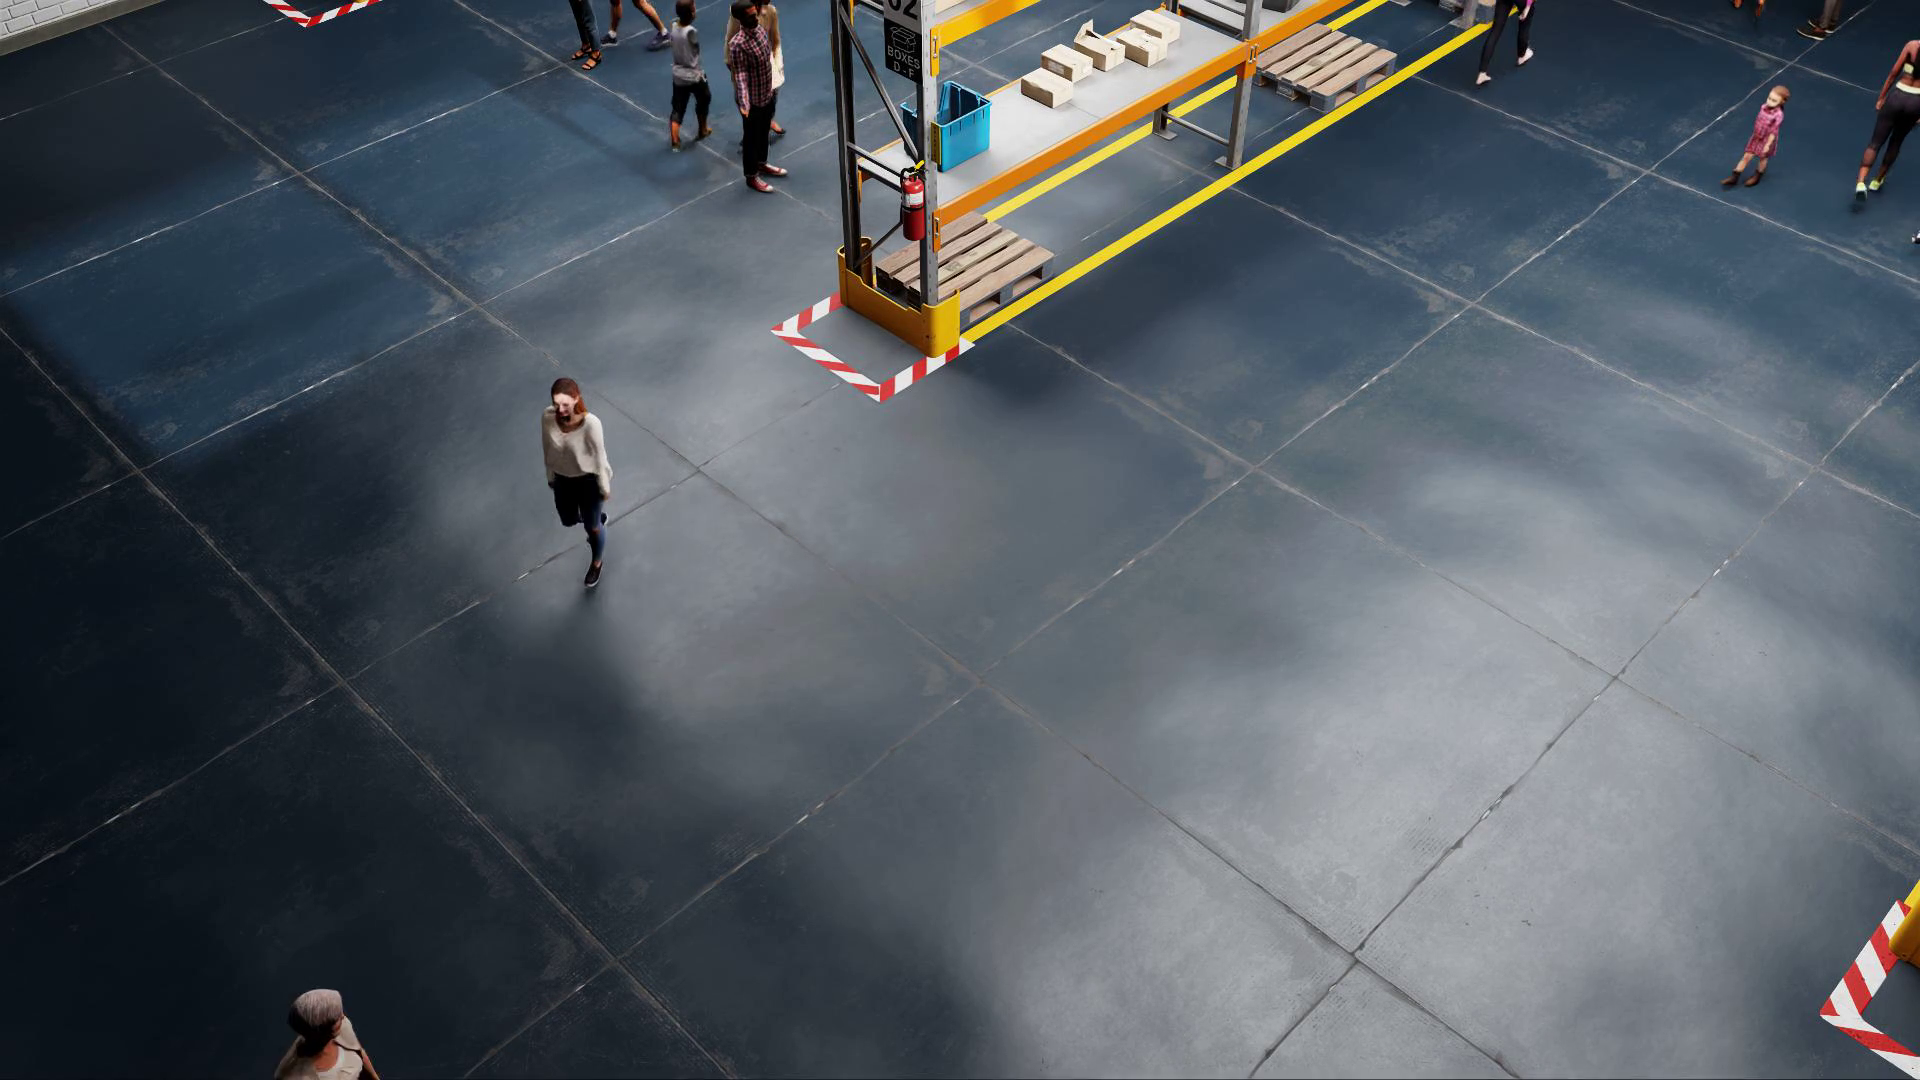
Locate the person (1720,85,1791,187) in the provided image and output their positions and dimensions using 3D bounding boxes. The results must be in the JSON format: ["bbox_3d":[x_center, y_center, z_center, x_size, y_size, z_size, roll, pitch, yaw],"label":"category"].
[{"bbox_3d":[7.364,-3.684,15.155,0.728,1.006,0.558,-17,46,-17],"label":"person"}]

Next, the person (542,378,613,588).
[{"bbox_3d":[-2.556,-0.453,11.274,0.808,1.682,0.894,12,45,12],"label":"person"}]

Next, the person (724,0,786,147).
[{"bbox_3d":[-1.970,-4.443,15.484,0.697,1.651,0.829,1,44,1],"label":"person"}]

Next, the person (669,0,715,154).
[{"bbox_3d":[-2.587,-4.385,15.593,0.781,1.416,0.898,18,46,18],"label":"person"}]

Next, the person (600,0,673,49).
[{"bbox_3d":[-3.296,-5.780,16.823,1.135,1.741,0.925,-12,45,-12],"label":"person"}]

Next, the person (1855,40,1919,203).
[{"bbox_3d":[8.344,-3.800,14.752,0.732,1.731,1.027,25,49,24],"label":"person"}]

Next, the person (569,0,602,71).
[{"bbox_3d":[-3.829,-5.575,16.649,0.593,1.683,0.650,-26,49,-24],"label":"person"}]

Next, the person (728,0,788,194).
[{"bbox_3d":[-1.850,-4.021,14.962,0.842,1.760,0.702,14,45,14],"label":"person"}]

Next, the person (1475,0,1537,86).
[{"bbox_3d":[5.407,-5.286,16.337,0.602,1.695,1.132,33,53,30],"label":"person"}]

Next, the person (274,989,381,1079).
[{"bbox_3d":[-3.037,2.741,7.891,0.902,1.725,0.658,29,51,27],"label":"person"}]
